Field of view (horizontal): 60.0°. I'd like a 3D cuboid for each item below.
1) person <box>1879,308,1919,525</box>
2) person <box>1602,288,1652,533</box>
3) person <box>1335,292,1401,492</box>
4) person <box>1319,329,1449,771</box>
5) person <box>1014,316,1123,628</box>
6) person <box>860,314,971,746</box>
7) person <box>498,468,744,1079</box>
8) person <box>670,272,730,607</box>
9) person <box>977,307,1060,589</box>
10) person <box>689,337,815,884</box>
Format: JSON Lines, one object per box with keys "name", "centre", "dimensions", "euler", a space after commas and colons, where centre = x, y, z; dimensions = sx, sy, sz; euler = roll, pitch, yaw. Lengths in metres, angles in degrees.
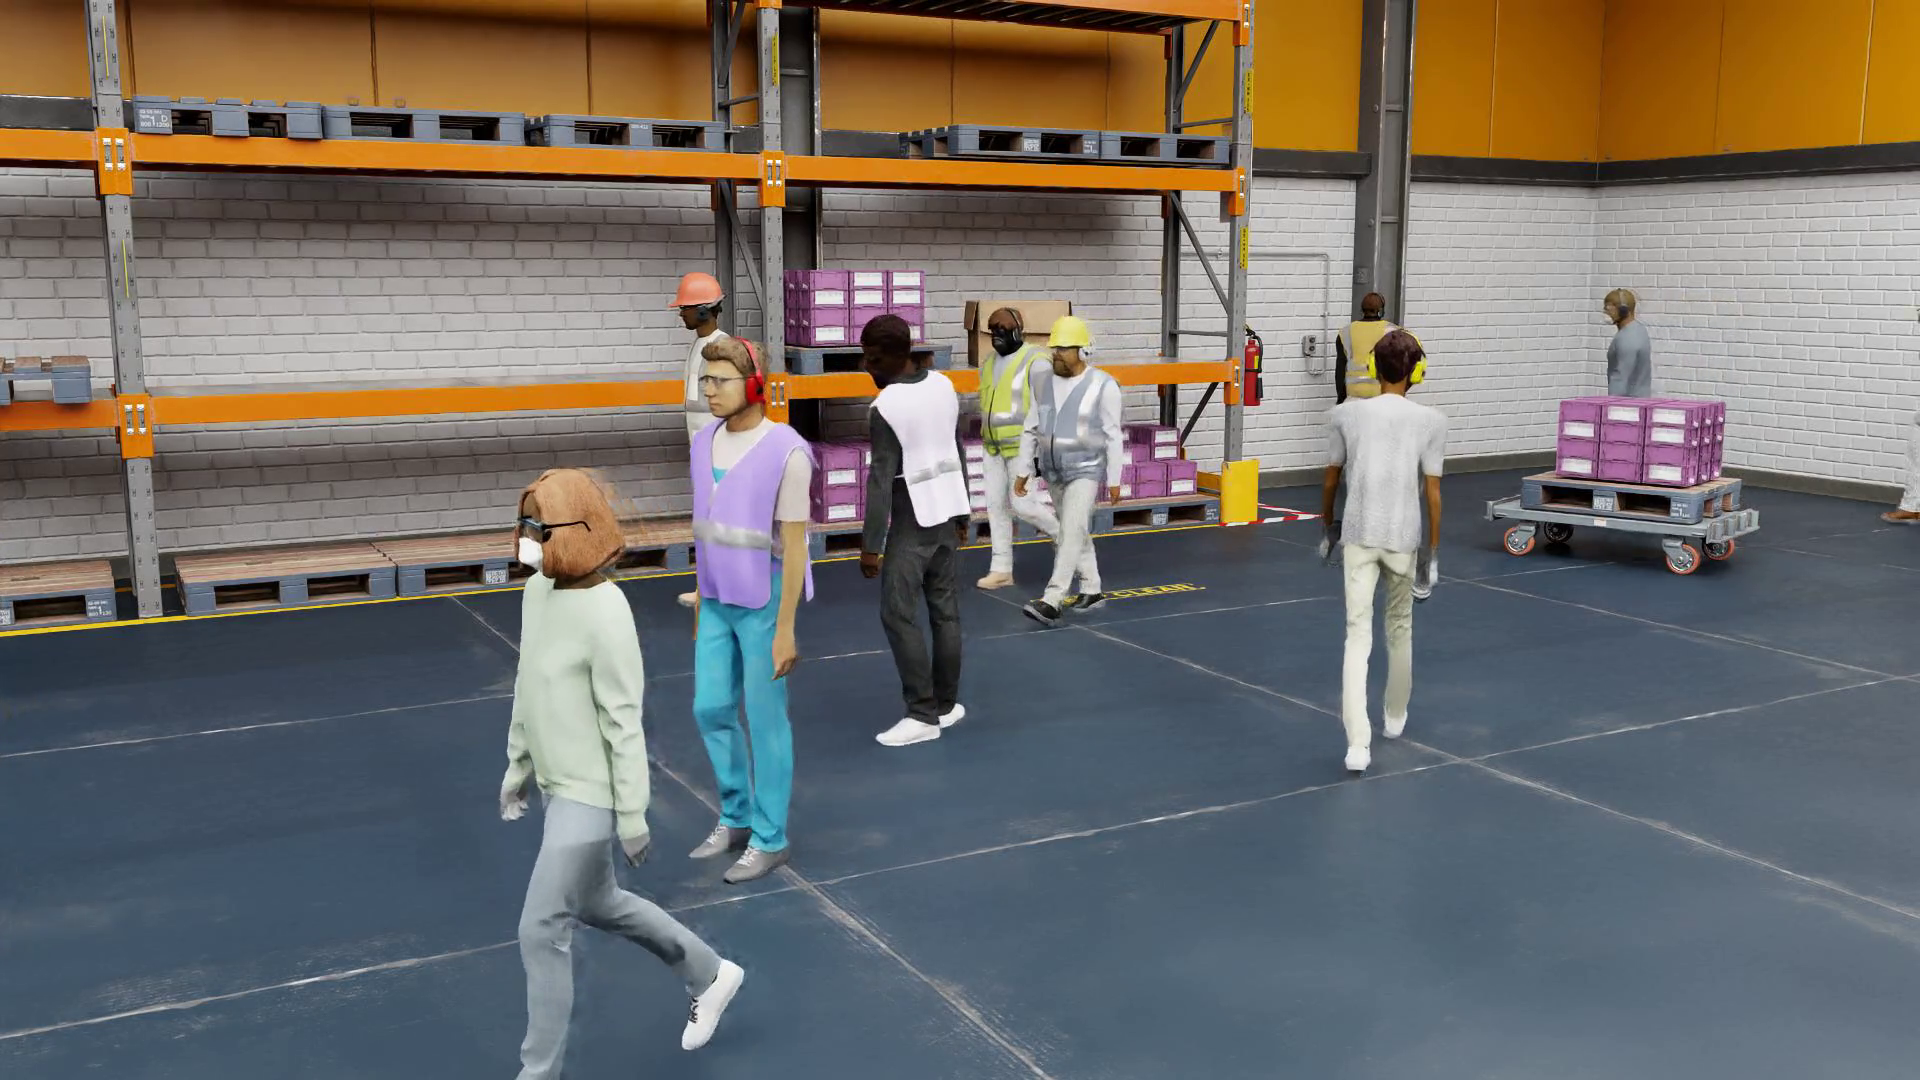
{"name": "person", "centre": [7.749, -1.017, 13.162], "dimensions": [0.837, 1.877, 0.645], "euler": [2, 9, 11]}
{"name": "person", "centre": [5.094, -1.002, 12.971], "dimensions": [0.728, 1.907, 0.645], "euler": [4, 10, 24]}
{"name": "person", "centre": [3.738, -1.325, 15.162], "dimensions": [0.622, 1.845, 0.430], "euler": [5, 10, 26]}
{"name": "person", "centre": [1.774, 0.025, 7.034], "dimensions": [0.520, 1.817, 0.973], "euler": [2, 10, 15]}
{"name": "person", "centre": [0.604, -0.402, 9.694], "dimensions": [0.603, 1.777, 0.949], "euler": [8, 12, 40]}
{"name": "person", "centre": [-0.142, -0.053, 7.358], "dimensions": [0.380, 1.869, 0.714], "euler": [6, 11, 33]}
{"name": "person", "centre": [-0.883, 0.608, 4.099], "dimensions": [0.763, 1.603, 0.500], "euler": [-6, 11, -32]}
{"name": "person", "centre": [-1.504, -0.567, 9.937], "dimensions": [0.395, 2.040, 0.609], "euler": [-4, 10, -25]}
{"name": "person", "centre": [0.409, -0.594, 10.765], "dimensions": [0.637, 1.818, 0.642], "euler": [-8, 12, -41]}
{"name": "person", "centre": [-0.709, 0.234, 5.665], "dimensions": [0.581, 1.843, 0.400], "euler": [8, 12, 41]}
